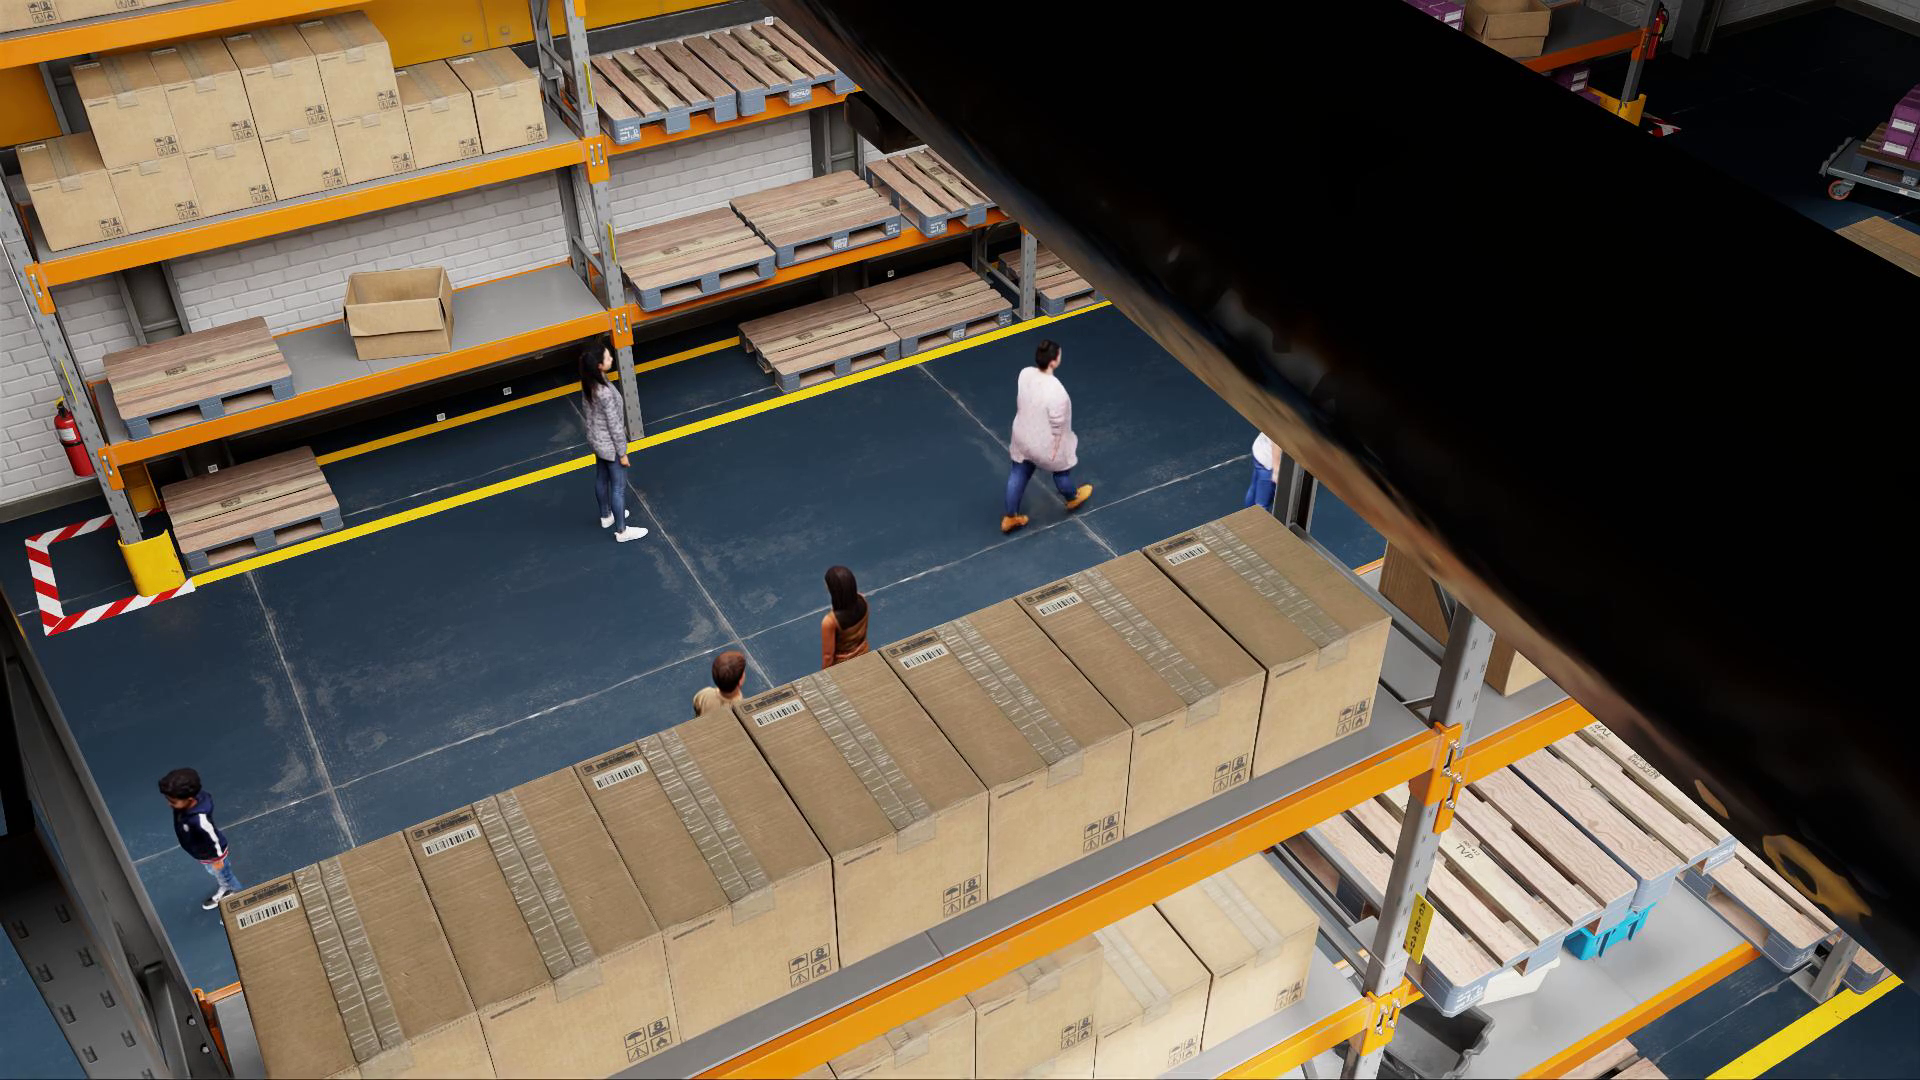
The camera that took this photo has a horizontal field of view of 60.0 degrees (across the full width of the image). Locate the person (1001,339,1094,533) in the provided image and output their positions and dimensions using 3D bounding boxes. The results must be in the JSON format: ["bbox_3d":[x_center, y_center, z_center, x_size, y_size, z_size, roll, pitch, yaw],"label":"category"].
[{"bbox_3d":[0.555,-0.778,12.953,1.133,1.701,0.830,-30,47,-32],"label":"person"}]

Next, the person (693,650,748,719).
[{"bbox_3d":[-1.345,1.402,10.104,0.748,1.851,0.779,14,41,16],"label":"person"}]

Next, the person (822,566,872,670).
[{"bbox_3d":[-0.728,0.852,10.925,0.693,1.686,0.583,23,44,26],"label":"person"}]

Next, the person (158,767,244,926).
[{"bbox_3d":[-4.568,1.834,10.067,0.577,1.223,0.565,28,47,31],"label":"person"}]

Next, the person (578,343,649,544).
[{"bbox_3d":[-2.745,-0.774,12.925,0.552,1.731,0.644,-25,45,-28],"label":"person"}]
